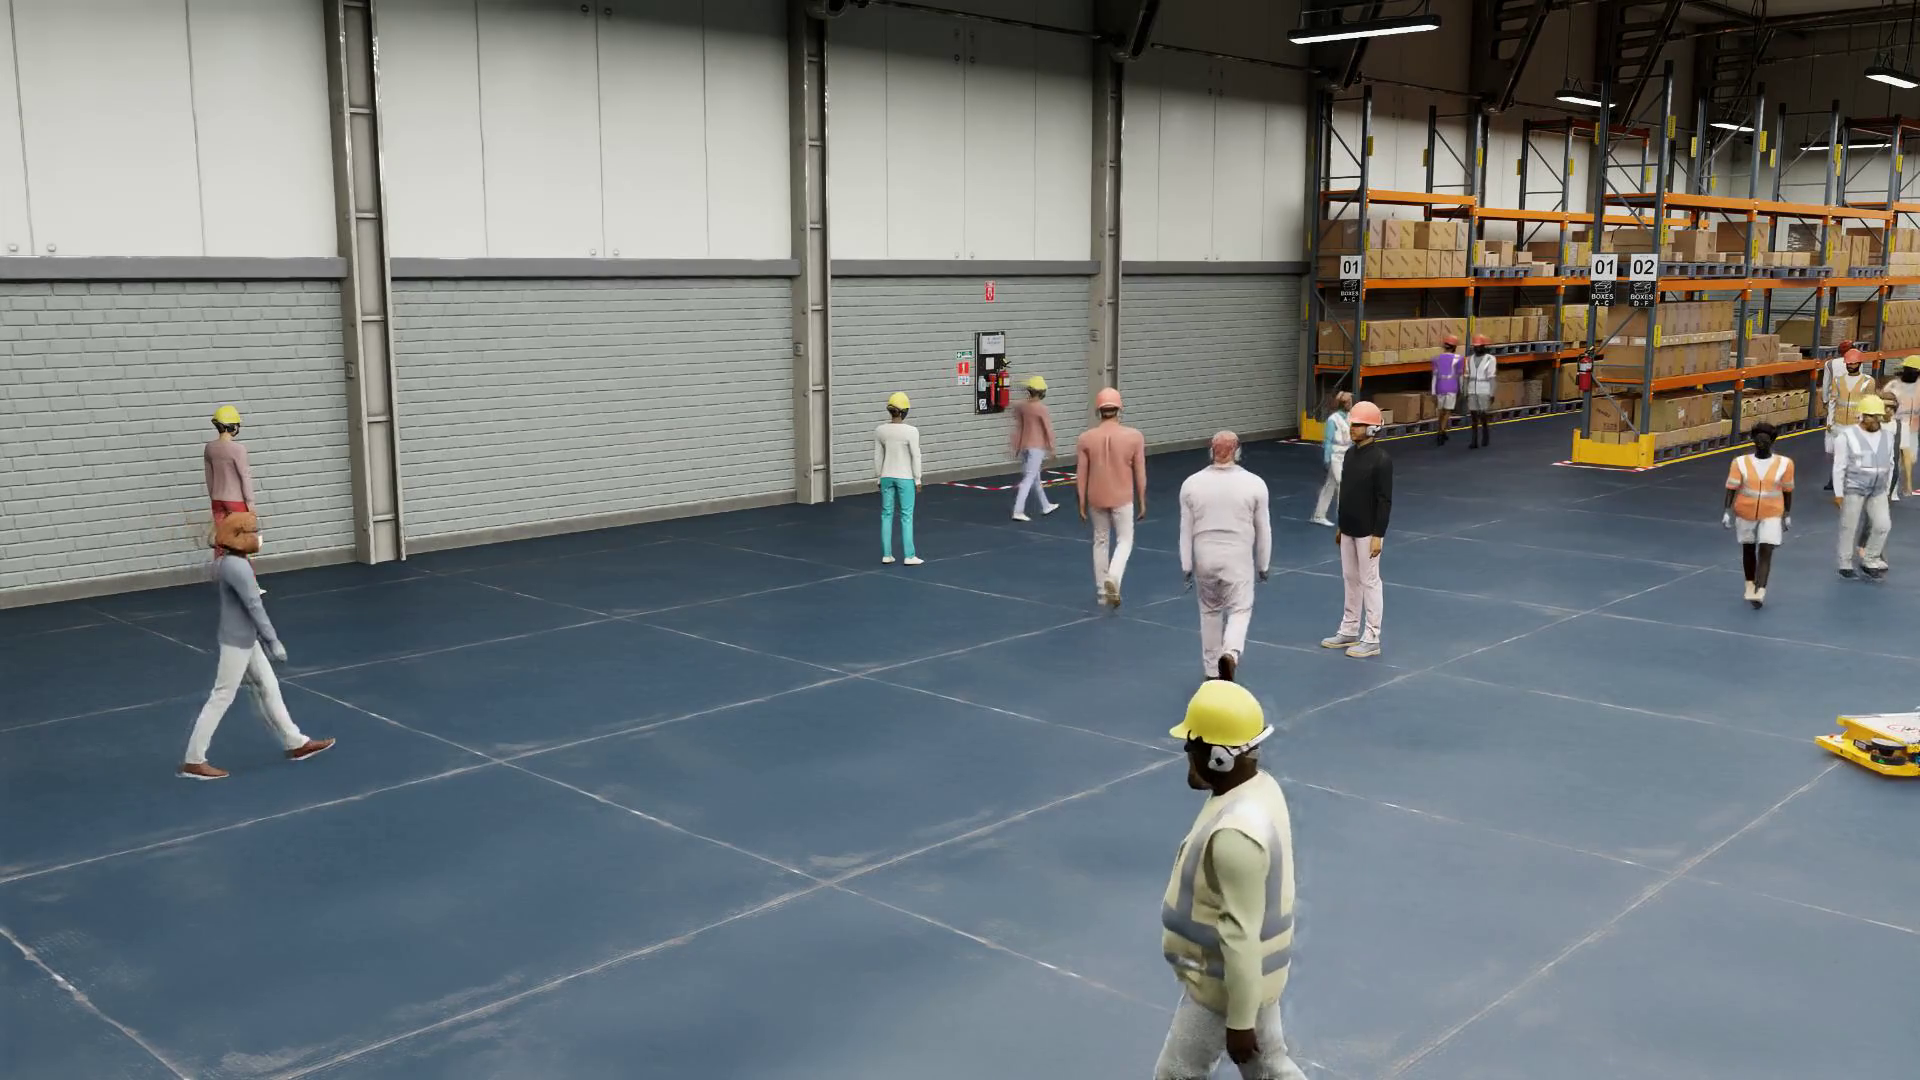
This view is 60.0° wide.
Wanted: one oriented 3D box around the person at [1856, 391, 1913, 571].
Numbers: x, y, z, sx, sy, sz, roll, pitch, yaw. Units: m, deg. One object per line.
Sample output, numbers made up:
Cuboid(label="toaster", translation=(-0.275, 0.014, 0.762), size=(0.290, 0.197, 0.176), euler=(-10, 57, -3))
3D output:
Cuboid(label="person", translation=(9.369, -0.629, 16.961), size=(0.524, 1.790, 1.013), euler=(2, 9, 9))

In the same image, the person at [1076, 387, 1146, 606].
Cuboid(label="person", translation=(1.330, -0.364, 14.782), size=(0.628, 1.971, 0.677), euler=(3, 10, 15))

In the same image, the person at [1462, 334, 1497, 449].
Cuboid(label="person", translation=(8.660, -2.475, 27.796), size=(0.564, 1.921, 0.422), euler=(8, 13, 42))

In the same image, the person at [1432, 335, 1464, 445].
Cuboid(label="person", translation=(8.376, -2.587, 28.629), size=(0.545, 1.893, 0.917), euler=(7, 12, 38))

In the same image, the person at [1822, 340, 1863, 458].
Cuboid(label="person", translation=(13.999, -2.224, 26.392), size=(0.583, 1.882, 0.350), euler=(8, 13, 42))

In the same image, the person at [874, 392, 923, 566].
Cuboid(label="person", translation=(-0.624, -0.619, 16.959), size=(0.523, 1.769, 0.321), euler=(5, 10, 27))

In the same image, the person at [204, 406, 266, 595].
Cuboid(label="person", translation=(-6.713, -0.353, 15.345), size=(0.525, 1.769, 0.313), euler=(4, 10, 24))

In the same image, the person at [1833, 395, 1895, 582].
Cuboid(label="person", translation=(8.714, -0.481, 15.976), size=(0.630, 1.808, 0.587), euler=(0, 9, -3))

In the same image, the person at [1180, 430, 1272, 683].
Cuboid(label="person", translation=(1.886, 0.159, 11.896), size=(0.647, 1.881, 0.771), euler=(3, 10, 19))

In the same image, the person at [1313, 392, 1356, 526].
Cuboid(label="person", translation=(4.468, -0.919, 19.293), size=(0.843, 1.591, 0.530), euler=(7, 12, 38))

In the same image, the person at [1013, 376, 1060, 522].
Cuboid(label="person", translation=(0.927, -1.095, 19.992), size=(0.908, 1.725, 0.541), euler=(-8, 12, -39))

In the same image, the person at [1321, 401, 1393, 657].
Cuboid(label="person", translation=(3.136, -0.090, 13.034), size=(0.374, 1.997, 0.609), euler=(-3, 10, -19))

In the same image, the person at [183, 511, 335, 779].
Cuboid(label="person", translation=(-4.272, 0.619, 9.965), size=(0.879, 1.586, 0.513), euler=(-5, 10, -26))

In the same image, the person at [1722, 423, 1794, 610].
Cuboid(label="person", translation=(7.115, -0.218, 14.853), size=(0.550, 1.642, 0.885), euler=(6, 11, 30))

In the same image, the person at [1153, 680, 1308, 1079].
Cuboid(label="person", translation=(0.895, 1.309, 5.132), size=(0.892, 1.800, 0.606), euler=(3, 10, 16))

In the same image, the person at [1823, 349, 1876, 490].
Cuboid(label="person", translation=(12.024, -1.611, 22.489), size=(0.551, 1.935, 0.371), euler=(9, 13, 42))

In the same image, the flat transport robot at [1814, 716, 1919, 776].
Cuboid(label="flat transport robot", translation=(6.114, 1.235, 10.206), size=(1.431, 0.197, 0.652), euler=(-1, 9, -7))

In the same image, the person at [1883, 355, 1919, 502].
Cuboid(label="person", translation=(12.305, -1.475, 21.755), size=(0.630, 1.901, 0.617), euler=(-1, 9, -5))
